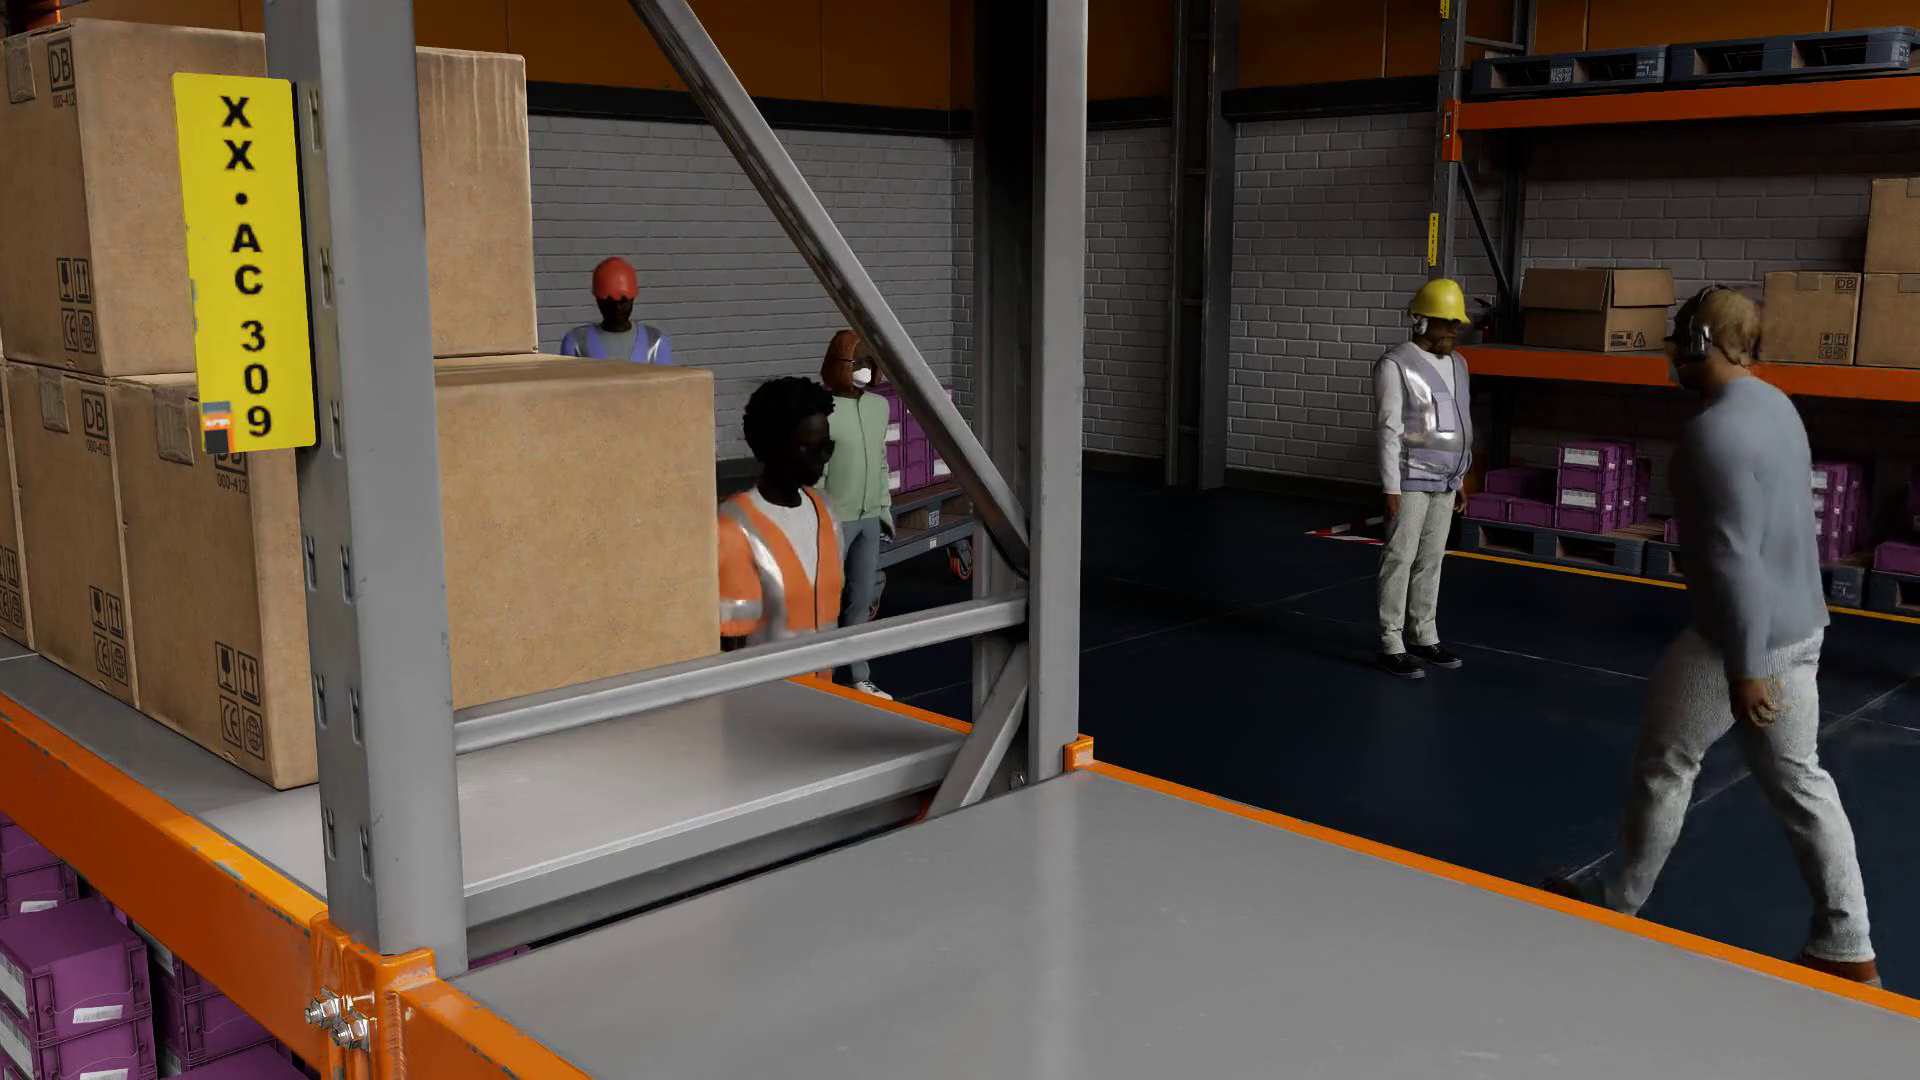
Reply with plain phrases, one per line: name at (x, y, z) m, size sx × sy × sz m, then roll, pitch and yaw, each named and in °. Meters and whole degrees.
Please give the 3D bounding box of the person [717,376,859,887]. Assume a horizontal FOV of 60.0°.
person at (-0.459, 0.427, 4.198) m, size 0.372 × 1.679 × 0.535 m, roll 7°, pitch 13°, yaw 35°

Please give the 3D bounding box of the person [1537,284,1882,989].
person at (2.069, 0.266, 4.501) m, size 0.996 × 1.879 × 0.653 m, roll 10°, pitch 14°, yaw 43°

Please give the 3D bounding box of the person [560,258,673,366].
person at (-1.652, -0.419, 8.188) m, size 0.569 × 1.906 × 0.728 m, roll -4°, pitch 11°, yaw -21°

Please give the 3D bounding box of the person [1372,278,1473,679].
person at (2.146, -0.284, 7.678) m, size 0.587 × 1.828 × 0.404 m, roll -8°, pitch 13°, yaw -39°

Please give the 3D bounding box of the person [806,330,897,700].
person at (-0.470, -0.075, 7.060) m, size 0.268 × 1.632 × 0.506 m, roll 9°, pitch 14°, yaw 40°
